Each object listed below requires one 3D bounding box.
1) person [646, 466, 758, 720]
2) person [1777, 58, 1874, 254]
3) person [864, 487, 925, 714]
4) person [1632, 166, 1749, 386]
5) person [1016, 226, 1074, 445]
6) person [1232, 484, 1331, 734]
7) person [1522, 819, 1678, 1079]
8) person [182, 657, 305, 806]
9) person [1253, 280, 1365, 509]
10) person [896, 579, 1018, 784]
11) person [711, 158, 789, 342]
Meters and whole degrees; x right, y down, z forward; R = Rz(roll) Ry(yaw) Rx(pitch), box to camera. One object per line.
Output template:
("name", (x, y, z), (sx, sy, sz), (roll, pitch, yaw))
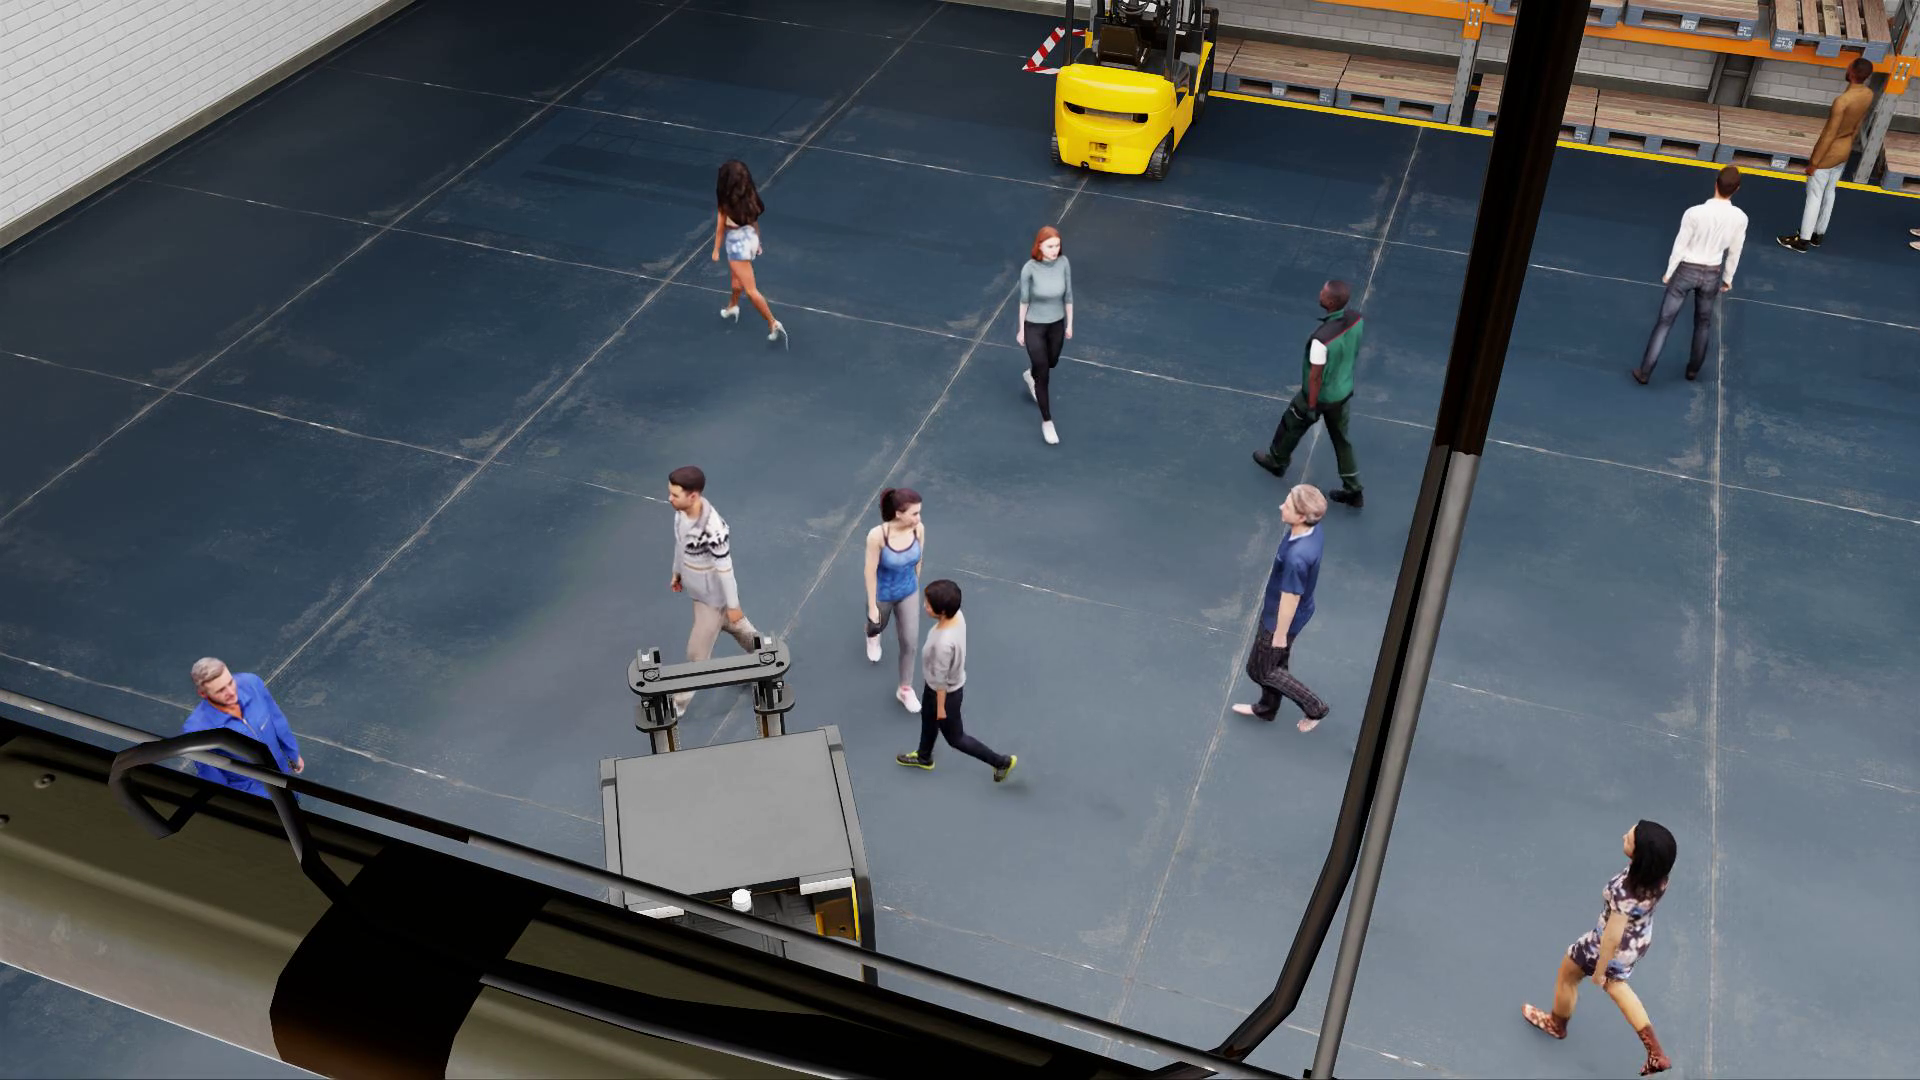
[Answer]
("person", (-1.479, 0.285, 10.371), (1.249, 1.802, 1.225), (-19, 42, -22))
("person", (7.910, -3.492, 15.090), (0.712, 1.815, 0.742), (-21, 43, -24))
("person", (-0.458, 0.305, 10.533), (1.022, 1.569, 1.043), (-11, 40, -13))
("person", (5.924, -2.098, 13.305), (0.678, 1.865, 0.849), (4, 39, 5))
("person", (0.636, -1.659, 12.873), (1.051, 1.719, 1.075), (-14, 41, -17))
("person", (2.062, 0.469, 10.096), (0.824, 1.857, 0.679), (11, 40, 14))
("person", (3.316, 2.048, 8.239), (0.920, 1.708, 1.092), (-28, 46, -31))
("person", (-3.918, 1.286, 9.116), (1.020, 1.804, 0.734), (14, 41, 17))
("person", (2.717, -1.022, 12.015), (1.095, 1.793, 1.299), (-27, 46, -29))
("person", (-0.011, 0.873, 9.854), (1.039, 1.529, 0.708), (4, 39, 5))
("person", (-1.769, -2.368, 13.864), (1.079, 1.589, 0.705), (22, 43, 25))
